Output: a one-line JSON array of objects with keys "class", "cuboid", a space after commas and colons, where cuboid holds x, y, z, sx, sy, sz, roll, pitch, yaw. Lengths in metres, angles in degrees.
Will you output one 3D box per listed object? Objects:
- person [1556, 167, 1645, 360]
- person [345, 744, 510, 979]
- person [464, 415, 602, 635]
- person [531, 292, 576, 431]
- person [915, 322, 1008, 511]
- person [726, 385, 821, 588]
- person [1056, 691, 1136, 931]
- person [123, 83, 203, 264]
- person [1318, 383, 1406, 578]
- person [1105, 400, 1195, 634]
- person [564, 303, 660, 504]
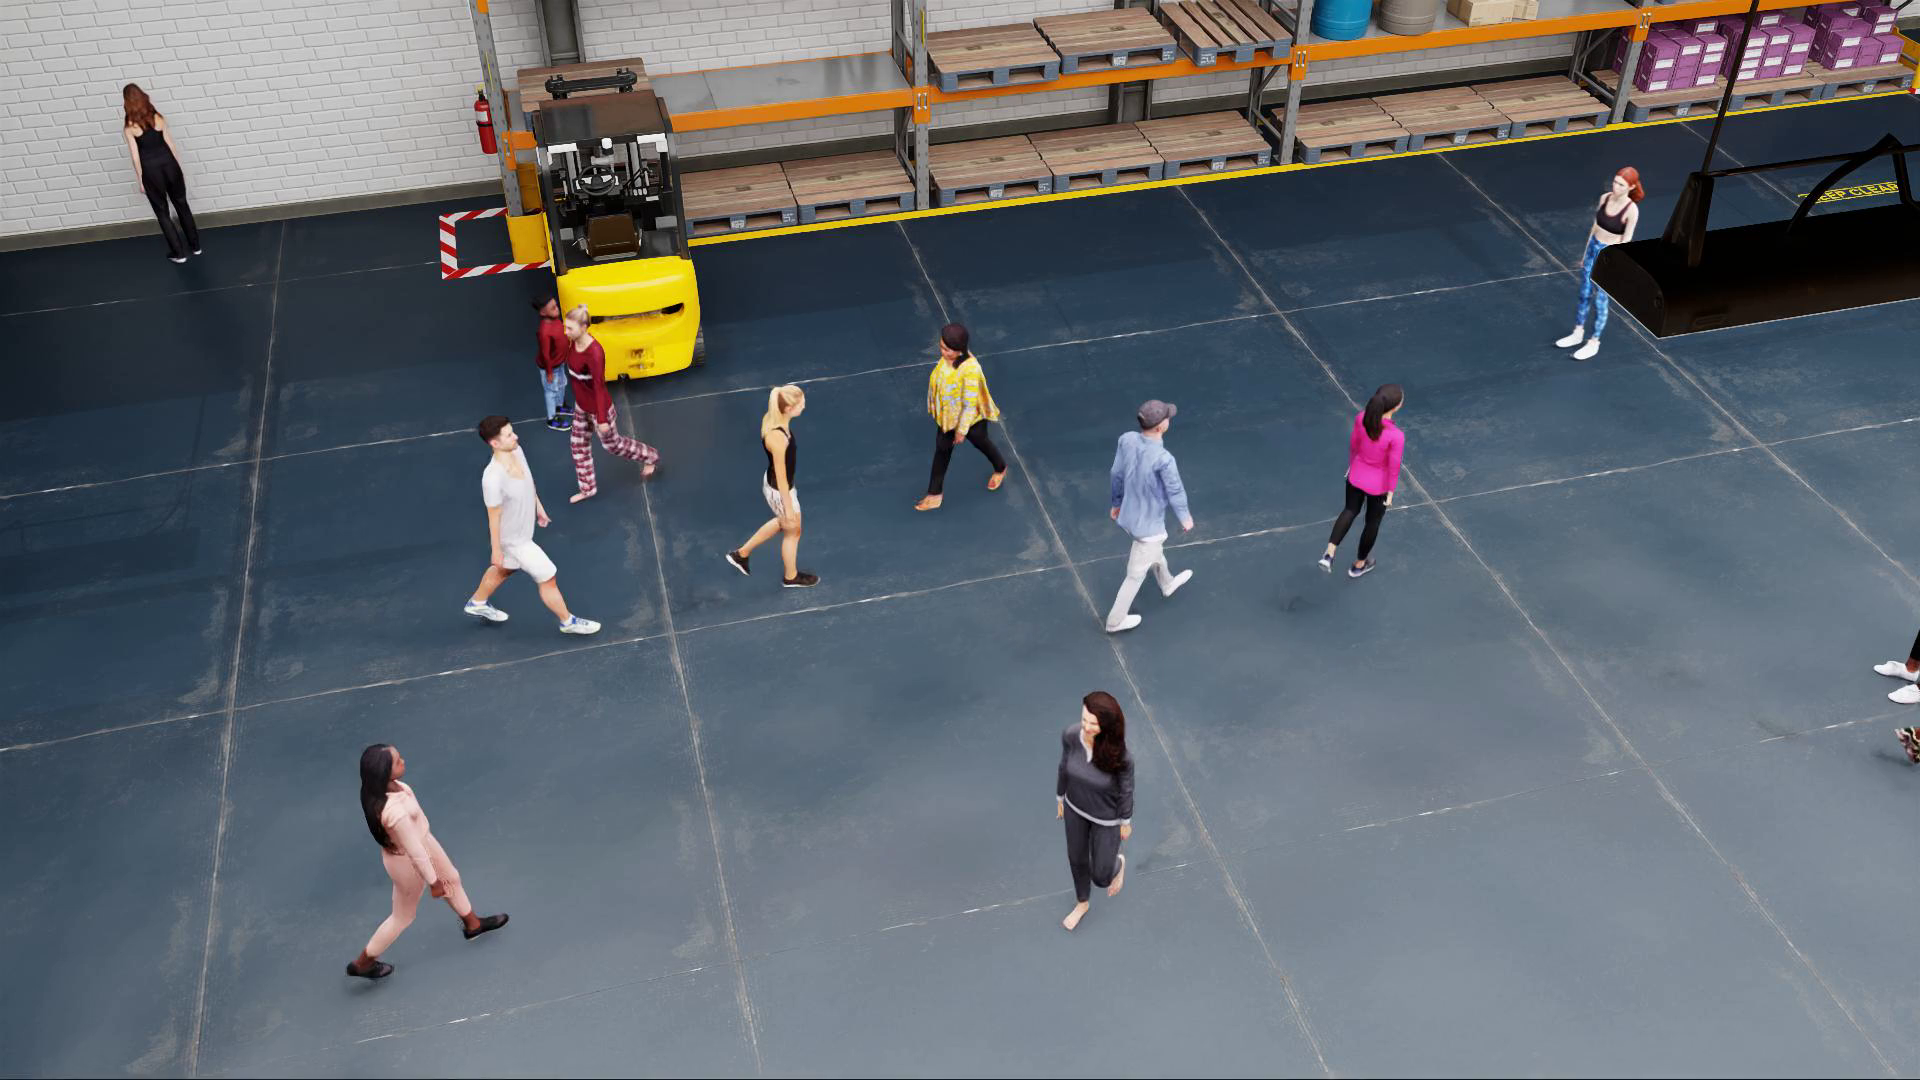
[{"class": "person", "cuboid": [5.548, -2.399, 14.341, 0.622, 1.785, 0.599, -18, 42, -21]}, {"class": "person", "cuboid": [-3.109, 1.806, 9.148, 1.227, 1.685, 0.836, -19, 42, -22]}, {"class": "person", "cuboid": [-3.142, -0.069, 11.393, 1.317, 1.812, 0.973, 2, 39, 2]}, {"class": "person", "cuboid": [-3.361, -1.477, 13.611, 0.574, 1.246, 0.560, 2, 39, 2]}, {"class": "person", "cuboid": [0.097, -0.966, 12.685, 1.187, 1.603, 0.956, -25, 45, -28]}, {"class": "person", "cuboid": [-1.345, -0.352, 11.736, 0.908, 1.827, 0.696, -9, 40, -11]}, {"class": "person", "cuboid": [0.802, 1.493, 9.479, 0.835, 1.761, 0.897, 21, 43, 24]}, {"class": "person", "cuboid": [-7.533, -3.459, 15.691, 0.653, 1.746, 0.749, -31, 48, -32]}, {"class": "person", "cuboid": [2.869, -0.372, 11.887, 0.917, 1.680, 0.793, -30, 48, -32]}, {"class": "person", "cuboid": [1.205, -0.108, 11.411, 1.137, 1.851, 0.839, -20, 43, -23]}, {"class": "person", "cuboid": [-2.728, -1.064, 12.756, 1.116, 1.667, 0.901, -28, 47, -31]}]
